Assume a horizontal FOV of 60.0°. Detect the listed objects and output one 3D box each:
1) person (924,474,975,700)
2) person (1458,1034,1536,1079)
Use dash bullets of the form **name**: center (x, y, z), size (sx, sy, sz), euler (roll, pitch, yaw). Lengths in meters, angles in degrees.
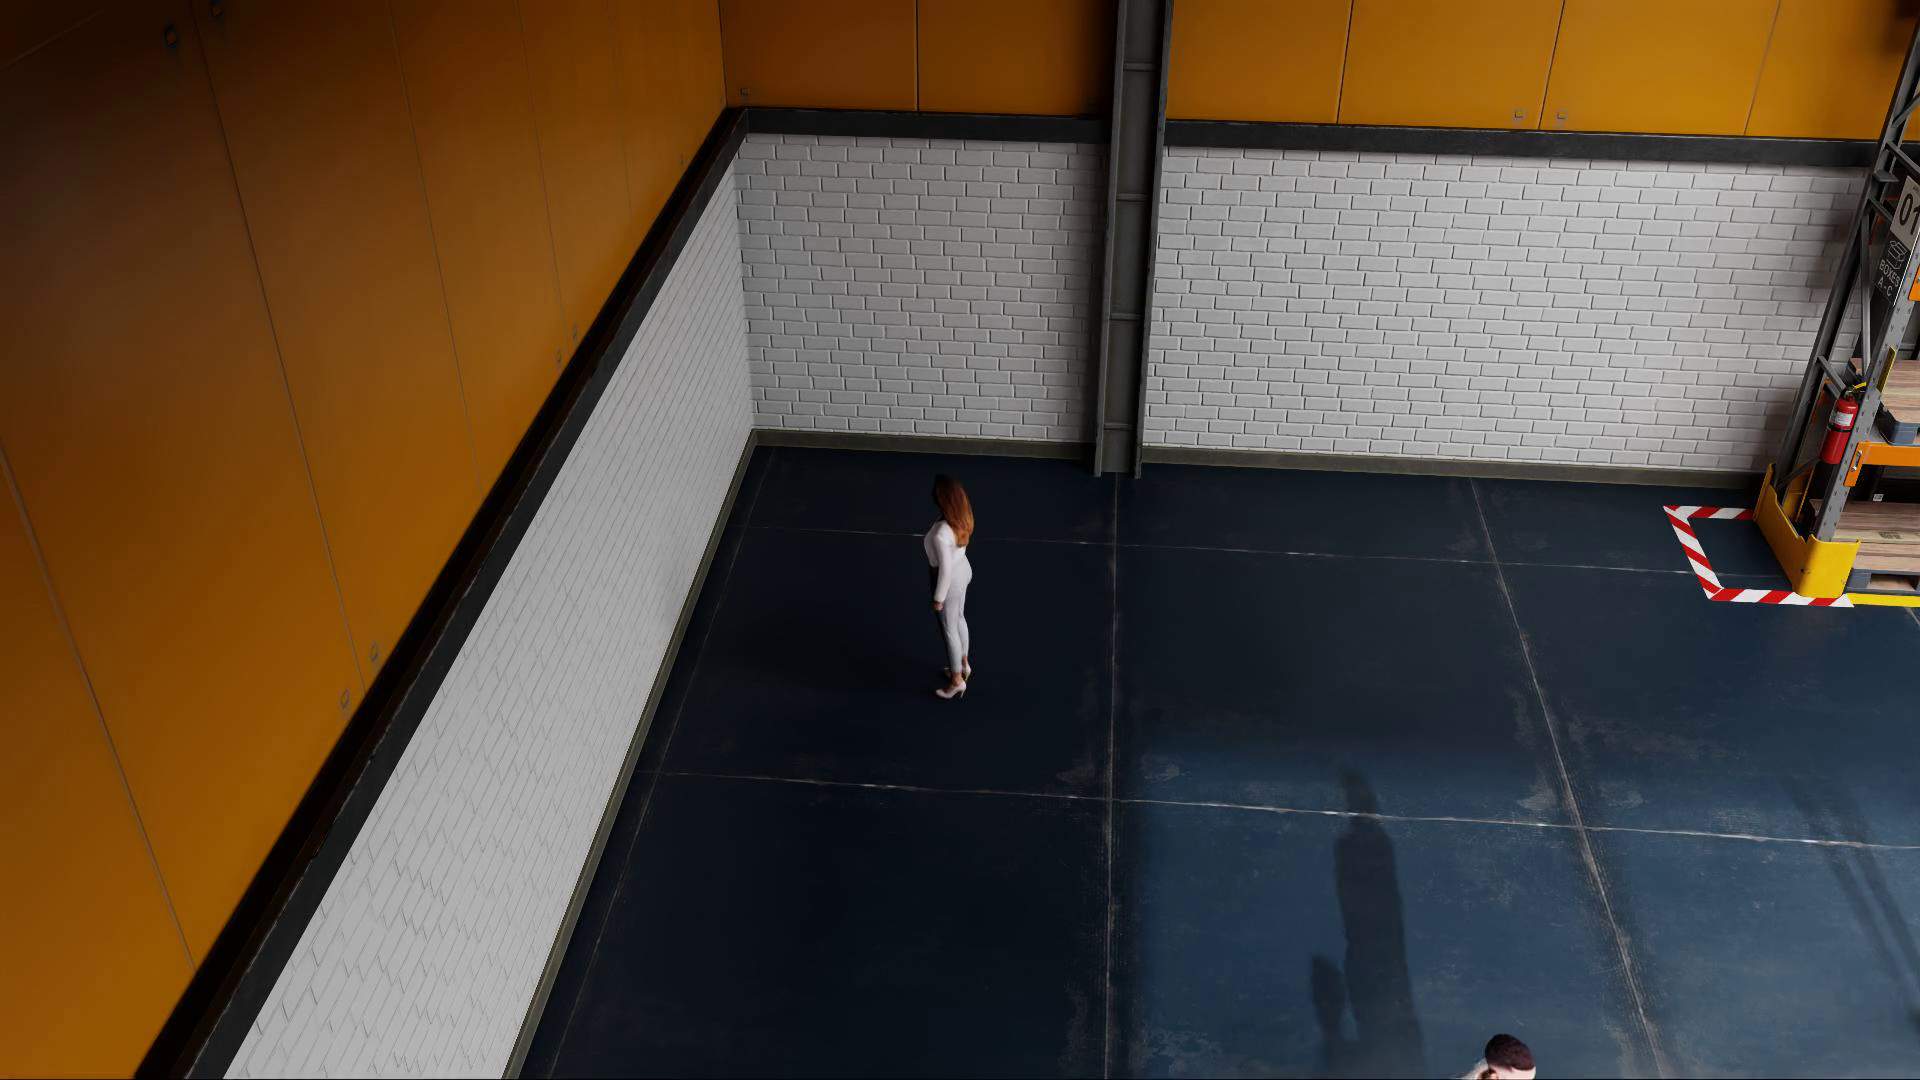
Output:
- **person**: center (-0.060, 0.317, 11.294), size (0.597, 1.767, 0.625), euler (10, 35, 15)
- **person**: center (2.176, 2.782, 7.547), size (0.897, 1.810, 0.956), euler (-23, 40, -31)
